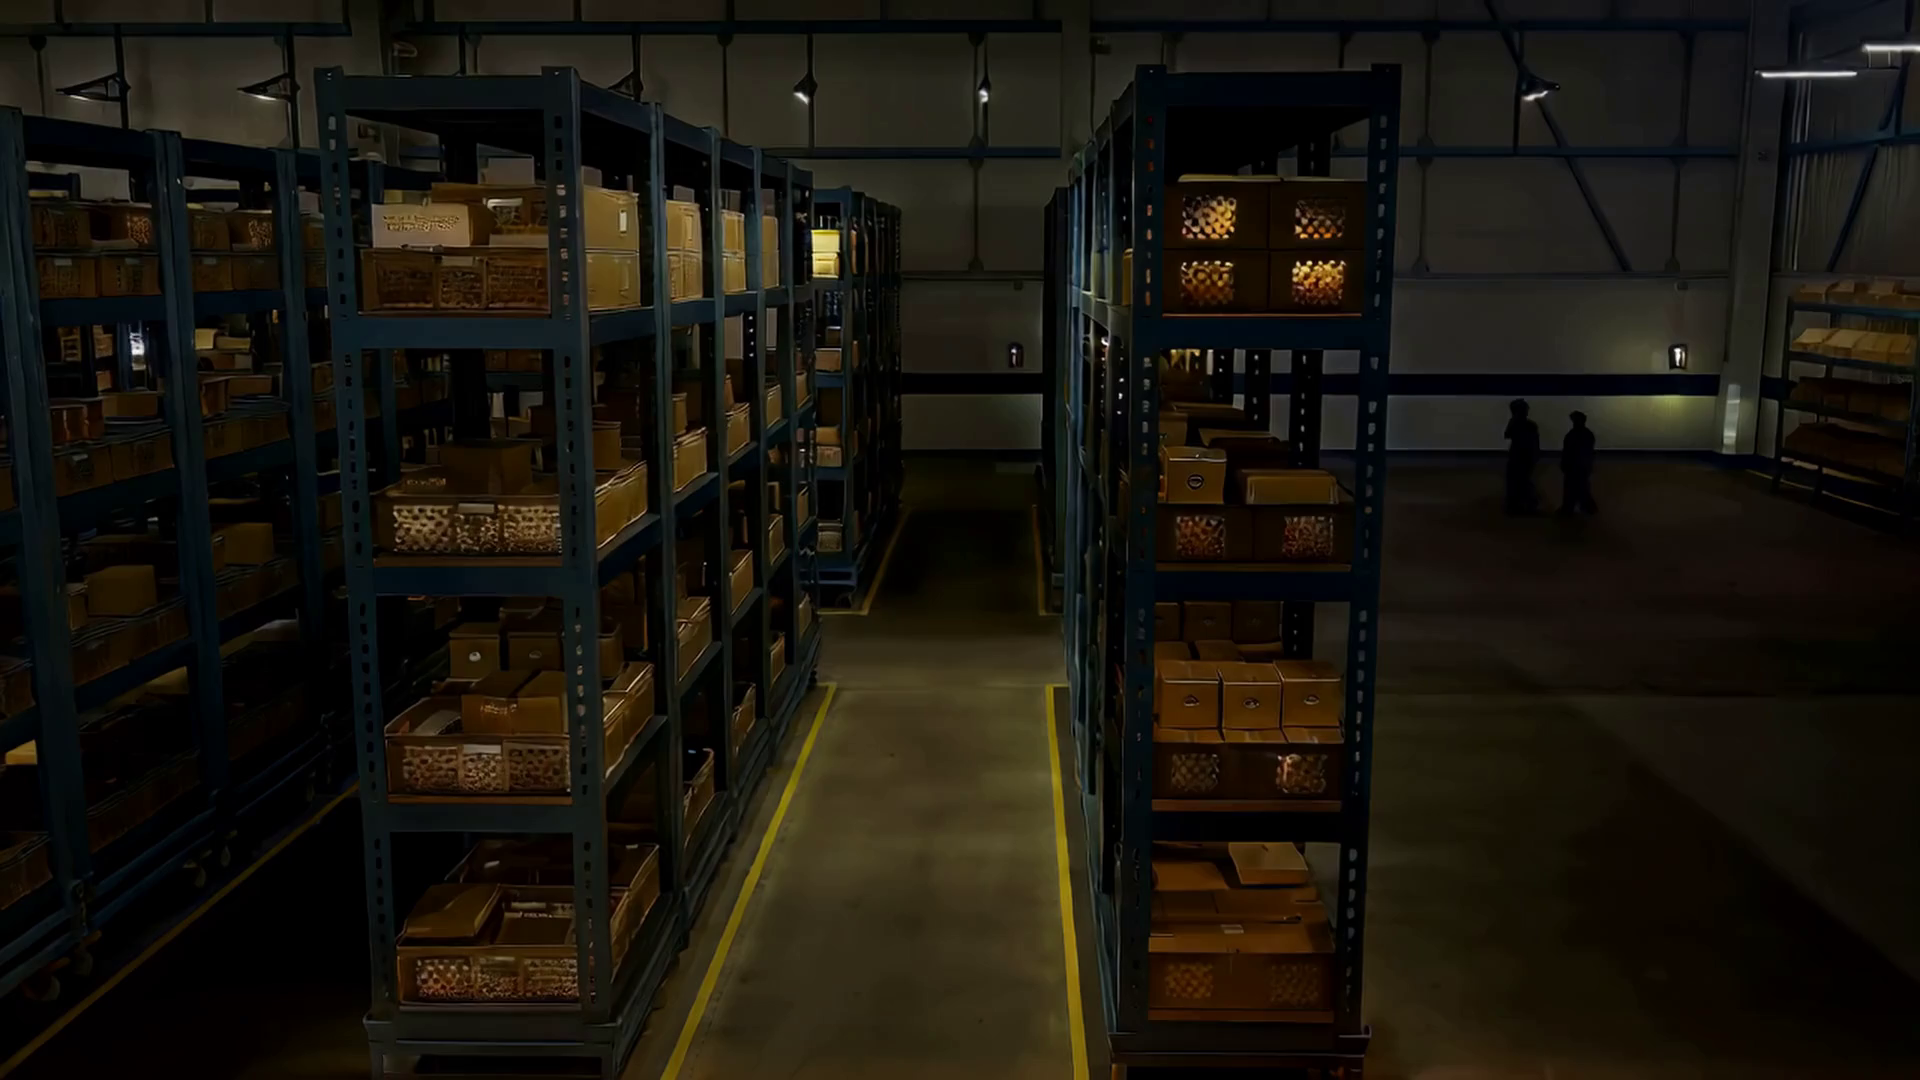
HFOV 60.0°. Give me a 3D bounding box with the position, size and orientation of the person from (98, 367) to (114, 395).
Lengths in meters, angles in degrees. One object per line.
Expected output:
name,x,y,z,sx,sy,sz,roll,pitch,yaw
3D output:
person,-10.984,-1.566,21.717,0.869,1.819,0.574,-2,10,-9
